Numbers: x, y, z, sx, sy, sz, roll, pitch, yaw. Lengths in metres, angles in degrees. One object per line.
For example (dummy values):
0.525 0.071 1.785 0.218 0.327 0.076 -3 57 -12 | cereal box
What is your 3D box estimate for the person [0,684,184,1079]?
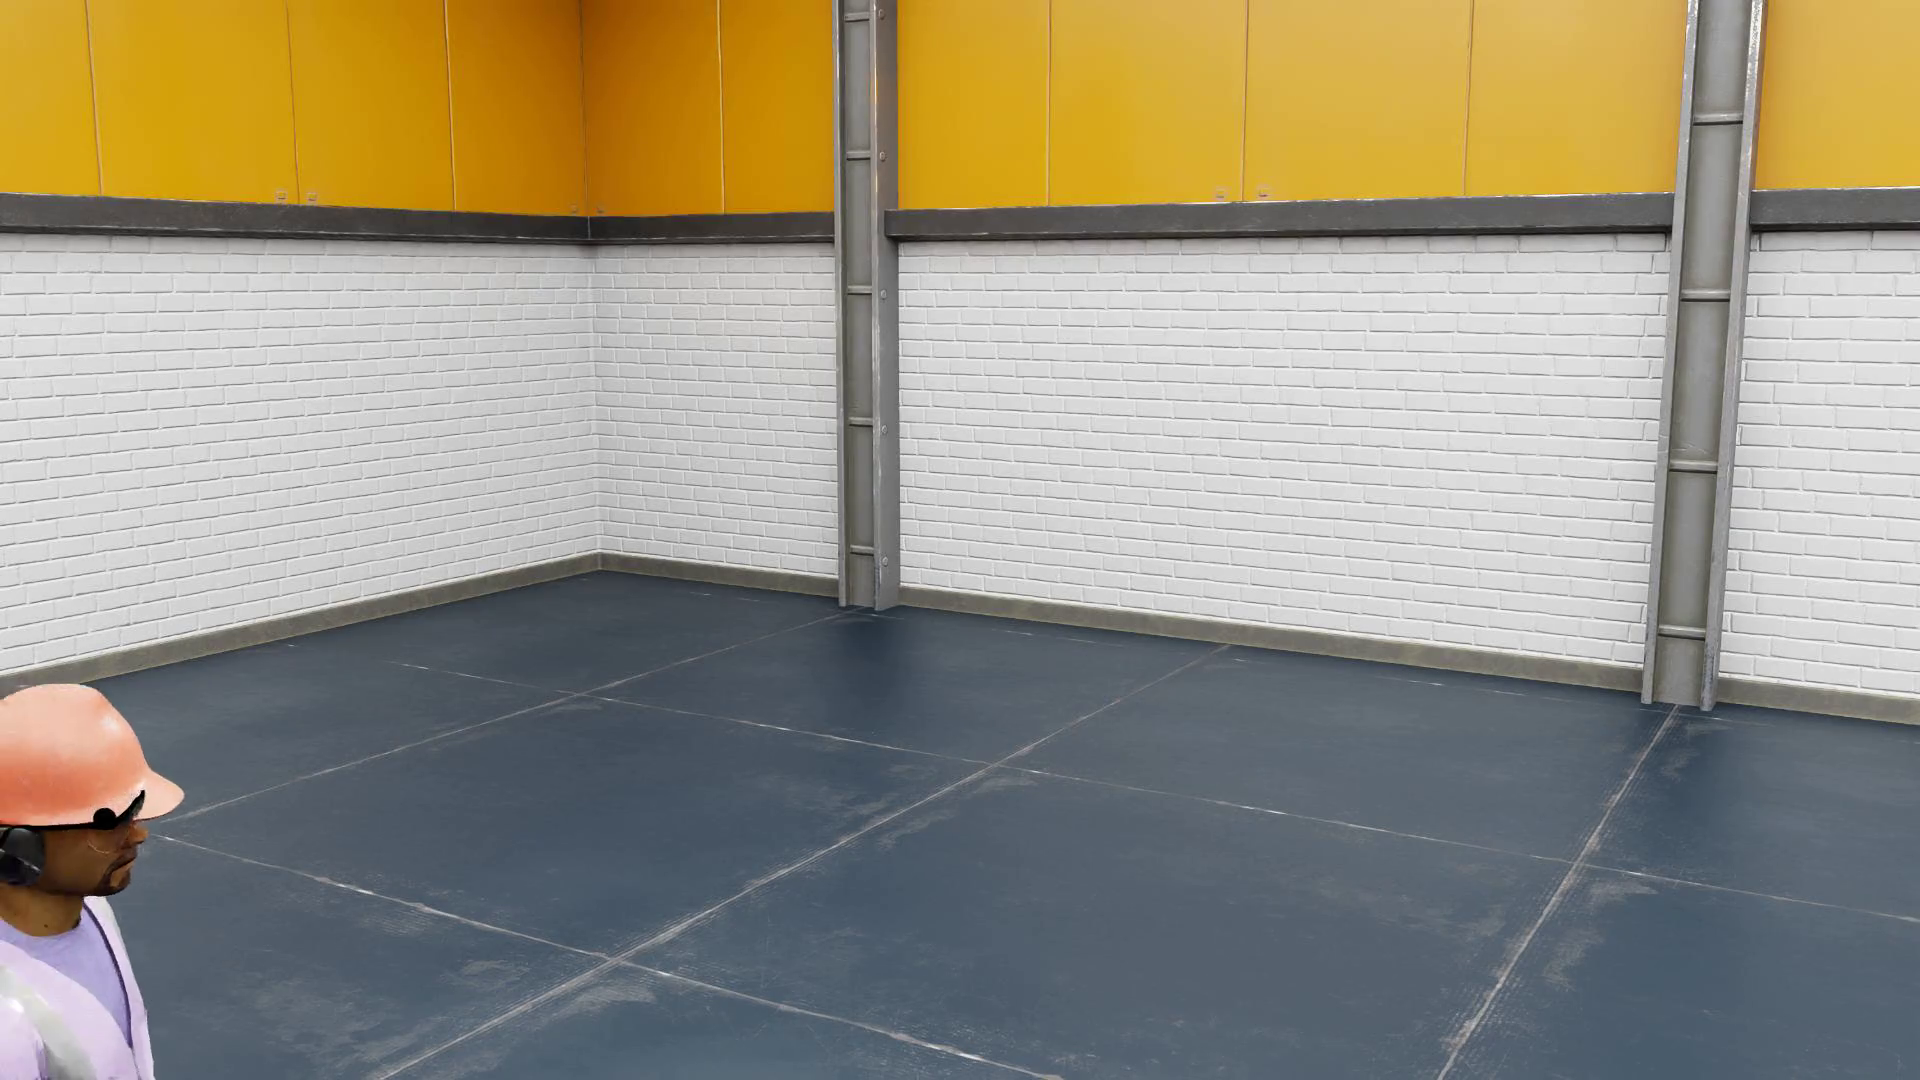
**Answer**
-1.389 1.217 2.675 0.468 2.022 0.632 -2 9 -13 | person
